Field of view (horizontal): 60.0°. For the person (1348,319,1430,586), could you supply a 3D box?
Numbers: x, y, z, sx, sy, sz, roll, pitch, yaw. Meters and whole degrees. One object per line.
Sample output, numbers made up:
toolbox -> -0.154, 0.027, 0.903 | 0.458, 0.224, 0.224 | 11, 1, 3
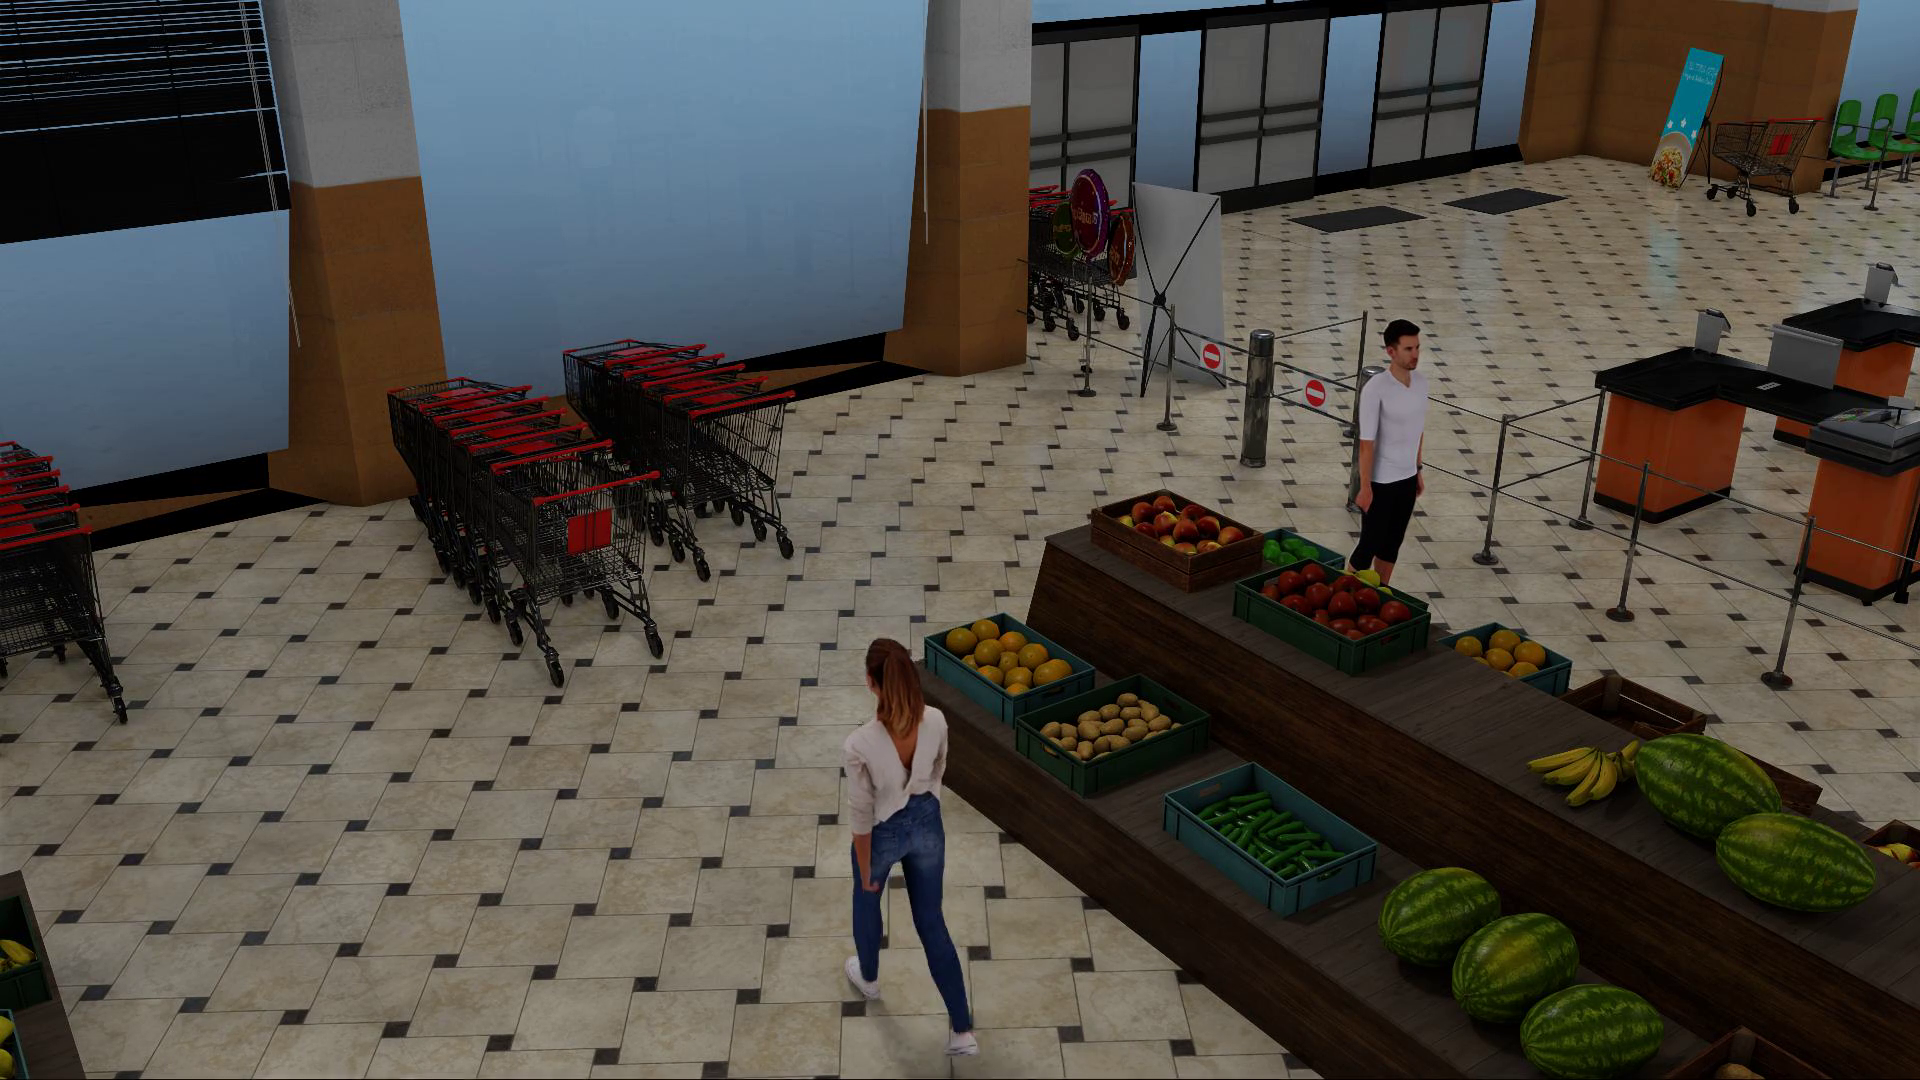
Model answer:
person -> 2.490, -0.380, 9.651 | 0.664, 1.851, 0.527 | -16, 28, -32

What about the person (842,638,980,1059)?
person -> -0.175, 1.190, 6.269 | 0.728, 1.687, 1.157 | -11, 26, -23
